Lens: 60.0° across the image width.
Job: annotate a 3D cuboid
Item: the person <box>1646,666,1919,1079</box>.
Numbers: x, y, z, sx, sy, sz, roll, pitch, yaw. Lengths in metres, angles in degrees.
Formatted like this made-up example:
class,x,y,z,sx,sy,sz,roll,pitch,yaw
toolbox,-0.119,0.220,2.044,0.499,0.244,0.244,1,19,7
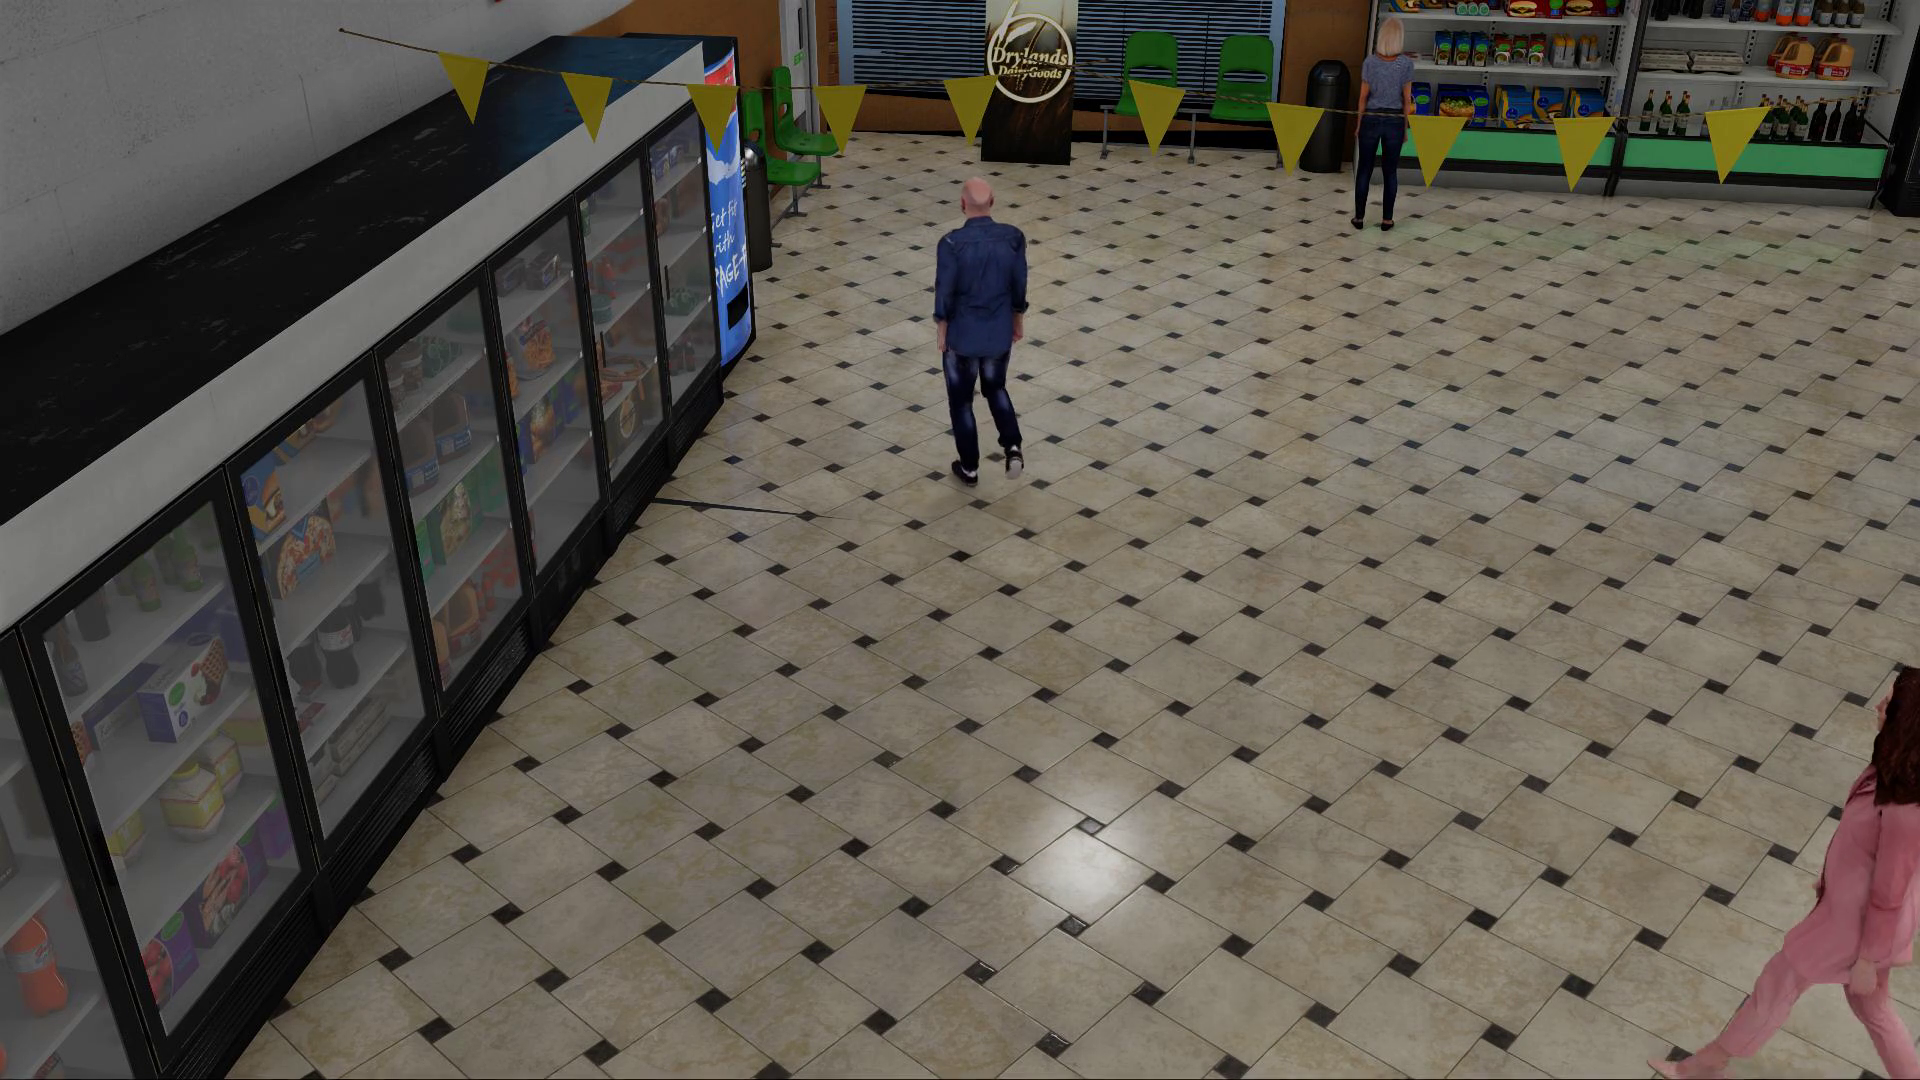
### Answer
class,x,y,z,sx,sy,sz,roll,pitch,yaw
person,2.867,1.212,5.118,1.175,1.755,0.937,19,34,30

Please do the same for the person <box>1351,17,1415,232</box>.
class,x,y,z,sx,sy,sz,roll,pitch,yaw
person,3.449,-3.389,13.579,0.459,1.722,0.645,7,29,12

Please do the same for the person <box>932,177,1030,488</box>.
class,x,y,z,sx,sy,sz,roll,pitch,yaw
person,0.129,-1.094,9.282,0.952,1.812,1.005,-13,31,-22
